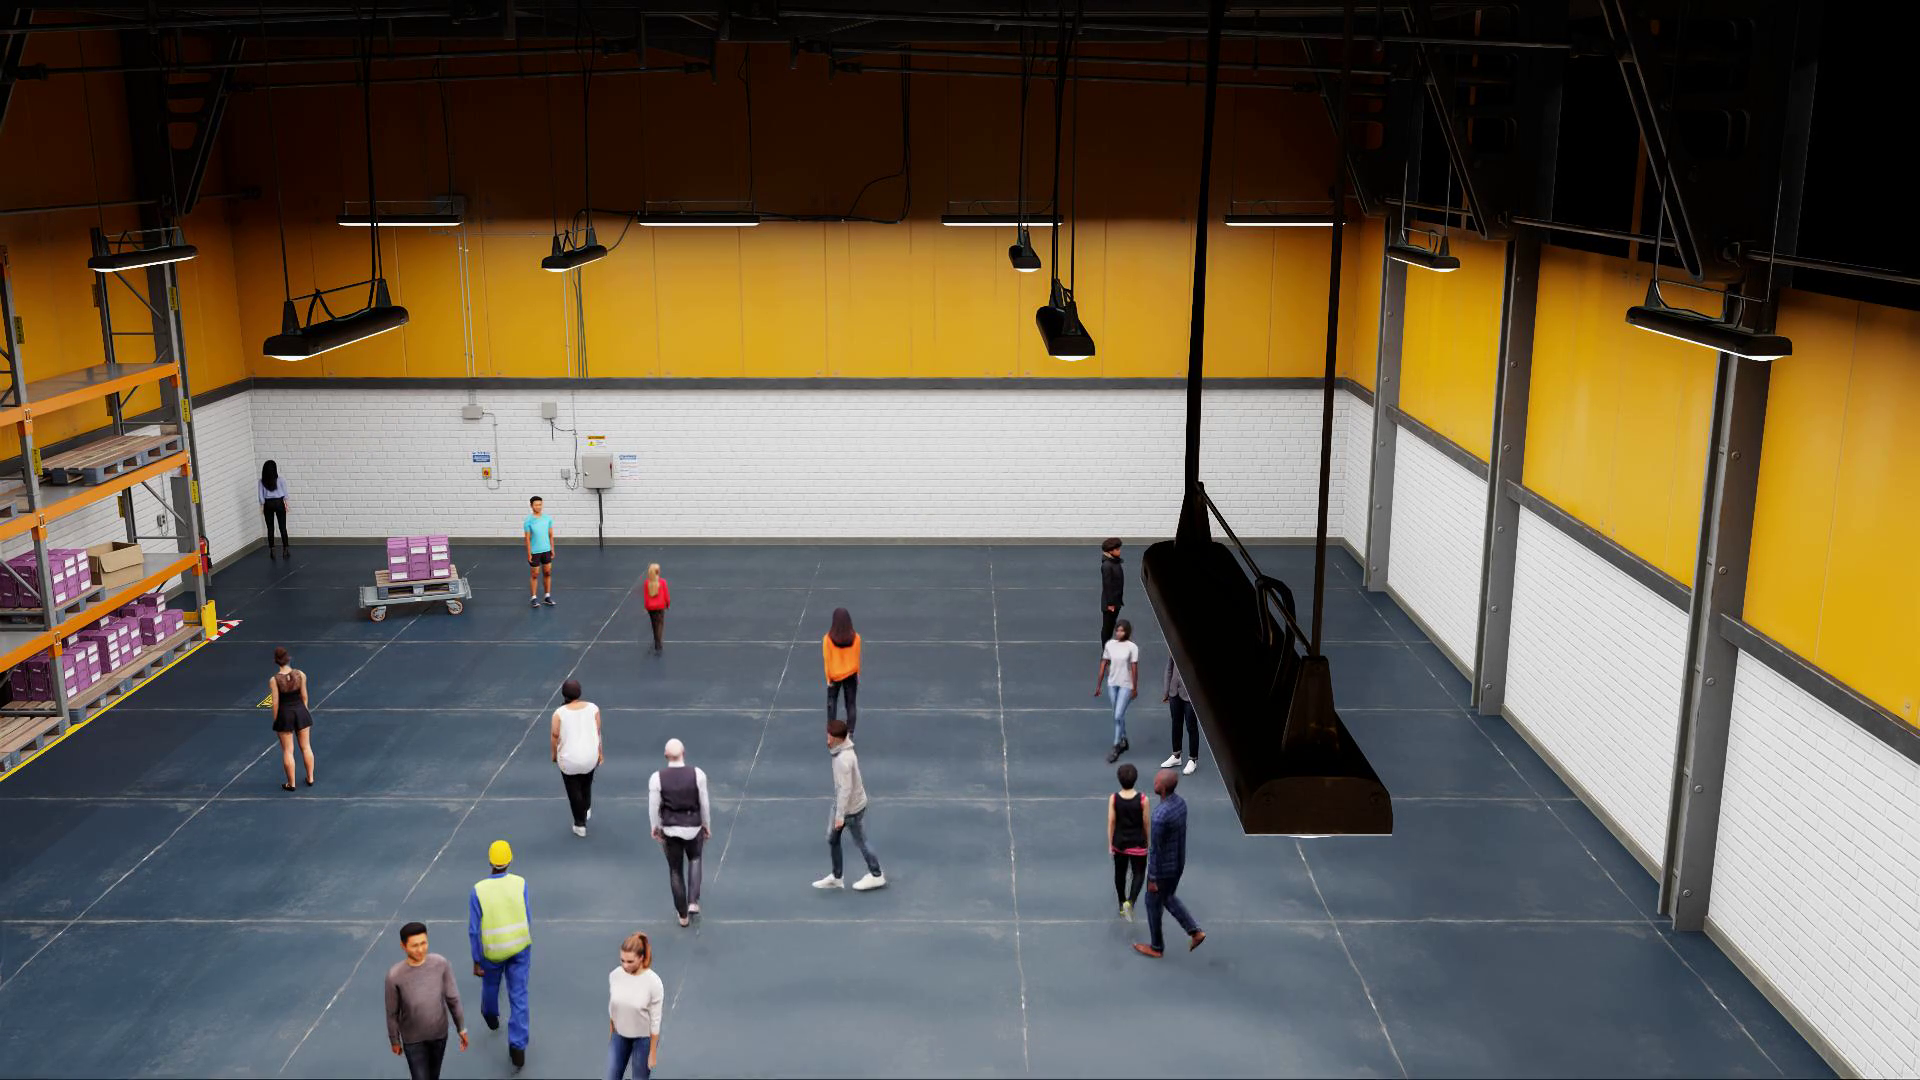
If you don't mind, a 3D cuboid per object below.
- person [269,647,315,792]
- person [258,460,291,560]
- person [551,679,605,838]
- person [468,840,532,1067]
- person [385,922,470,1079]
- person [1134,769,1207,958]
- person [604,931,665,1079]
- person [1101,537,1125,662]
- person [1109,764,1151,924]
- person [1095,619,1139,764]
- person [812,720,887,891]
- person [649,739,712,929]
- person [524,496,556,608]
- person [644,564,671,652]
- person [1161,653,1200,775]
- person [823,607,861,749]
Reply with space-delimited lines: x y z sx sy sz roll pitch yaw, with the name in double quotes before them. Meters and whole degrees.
"person" -7.589 2.008 18.857 0.680 1.677 0.734 -12 18 -41
"person" -12.077 -0.550 29.281 0.716 1.743 0.662 -4 14 -17
"person" -4.040 2.318 17.604 0.929 1.664 1.051 -9 16 -32
"person" -3.612 3.316 13.265 1.011 1.766 1.272 -7 15 -25
"person" -3.942 3.588 12.199 1.096 1.740 0.974 -1 14 -5
"person" 1.917 2.910 14.867 0.985 1.801 0.965 9 16 33
"person" -2.316 3.618 12.143 0.738 1.708 0.762 6 15 23
"person" 2.142 0.824 23.528 0.771 1.781 0.658 5 15 20
"person" 1.583 2.862 15.626 0.686 1.537 0.902 4 14 14
"person" 1.954 1.752 19.863 0.876 1.701 0.975 10 17 37
"person" -0.997 2.585 16.214 0.960 1.800 1.015 -4 14 -14
"person" -2.588 2.757 15.478 0.779 1.812 0.724 -3 14 -12
"person" -6.634 0.171 26.241 0.683 1.773 0.706 -10 17 -35
"person" -4.378 0.991 23.953 0.502 1.256 0.902 0 14 1
"person" 2.638 1.803 19.398 0.794 1.821 0.847 13 19 42
"person" -1.386 1.684 20.085 0.738 1.729 0.870 -3 14 -14
